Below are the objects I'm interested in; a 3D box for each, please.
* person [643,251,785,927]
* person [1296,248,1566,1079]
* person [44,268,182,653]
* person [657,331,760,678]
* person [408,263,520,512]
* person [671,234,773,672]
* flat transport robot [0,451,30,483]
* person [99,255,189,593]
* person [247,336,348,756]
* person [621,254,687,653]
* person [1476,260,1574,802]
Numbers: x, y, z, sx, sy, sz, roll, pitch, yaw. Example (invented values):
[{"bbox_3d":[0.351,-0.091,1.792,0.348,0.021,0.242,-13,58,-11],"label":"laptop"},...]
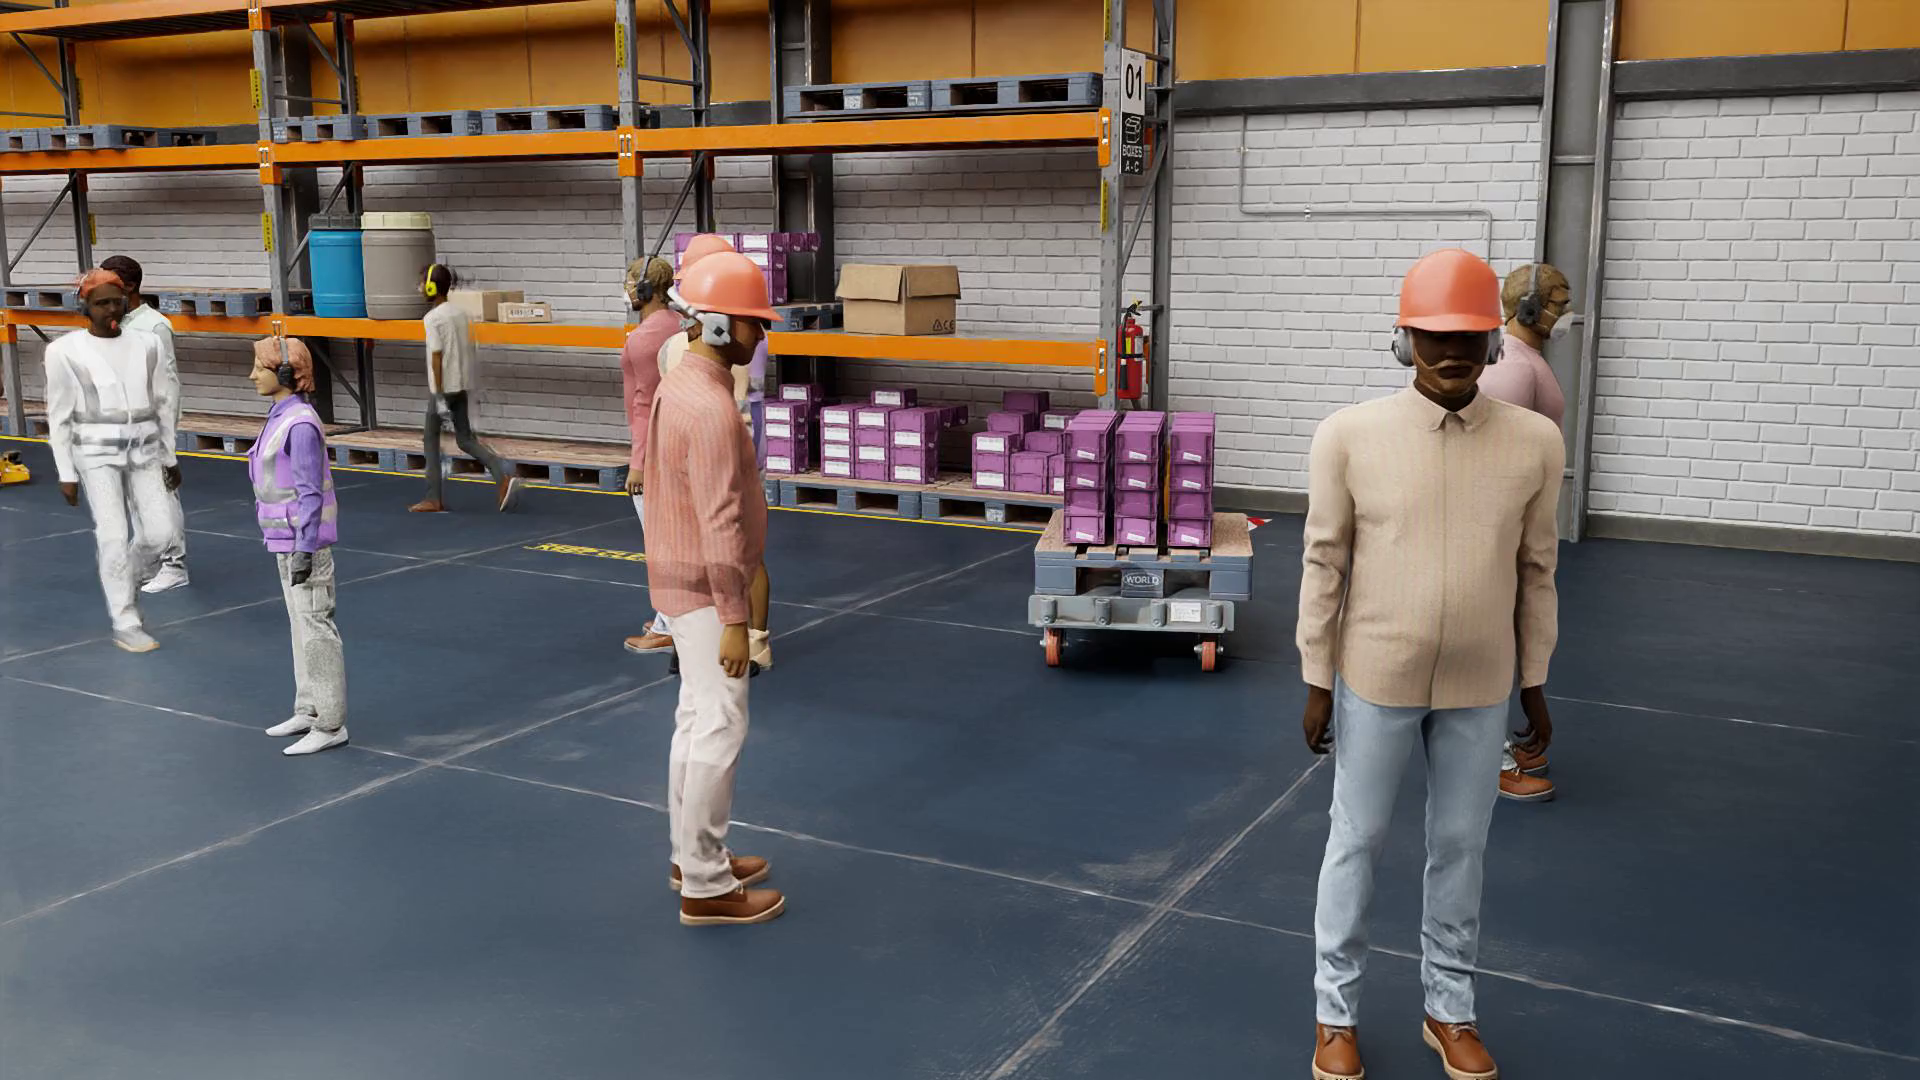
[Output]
[{"bbox_3d":[-0.715,0.152,4.905,0.410,1.980,0.630,-4,11,-19],"label":"person"},{"bbox_3d":[1.105,0.324,3.919,0.614,1.993,0.395,0,10,0],"label":"person"},{"bbox_3d":[-4.156,-0.388,8.151,0.497,1.871,0.608,8,13,37],"label":"person"},{"bbox_3d":[-1.121,-0.307,7.591,0.547,1.926,0.400,9,14,40],"label":"person"},{"bbox_3d":[-3.661,-1.090,12.114,0.812,1.839,0.507,4,11,20],"label":"person"},{"bbox_3d":[-1.108,-0.382,7.705,0.411,2.035,0.601,-7,13,-35],"label":"person"},{"bbox_3d":[-8.397,-0.557,13.481,1.431,0.197,0.652,-7,13,-34],"label":"flat transport robot"},{"bbox_3d":[-4.695,-0.663,9.545,0.600,1.917,0.376,6,12,31],"label":"person"},{"bbox_3d":[-2.608,0.021,6.554,0.311,1.642,0.514,-6,12,-31],"label":"person"},{"bbox_3d":[-1.468,-0.415,8.125,0.371,1.941,0.627,2,10,9],"label":"person"},{"bbox_3d":[2.028,-0.039,6.066,0.372,1.940,0.632,3,11,17],"label":"person"}]
